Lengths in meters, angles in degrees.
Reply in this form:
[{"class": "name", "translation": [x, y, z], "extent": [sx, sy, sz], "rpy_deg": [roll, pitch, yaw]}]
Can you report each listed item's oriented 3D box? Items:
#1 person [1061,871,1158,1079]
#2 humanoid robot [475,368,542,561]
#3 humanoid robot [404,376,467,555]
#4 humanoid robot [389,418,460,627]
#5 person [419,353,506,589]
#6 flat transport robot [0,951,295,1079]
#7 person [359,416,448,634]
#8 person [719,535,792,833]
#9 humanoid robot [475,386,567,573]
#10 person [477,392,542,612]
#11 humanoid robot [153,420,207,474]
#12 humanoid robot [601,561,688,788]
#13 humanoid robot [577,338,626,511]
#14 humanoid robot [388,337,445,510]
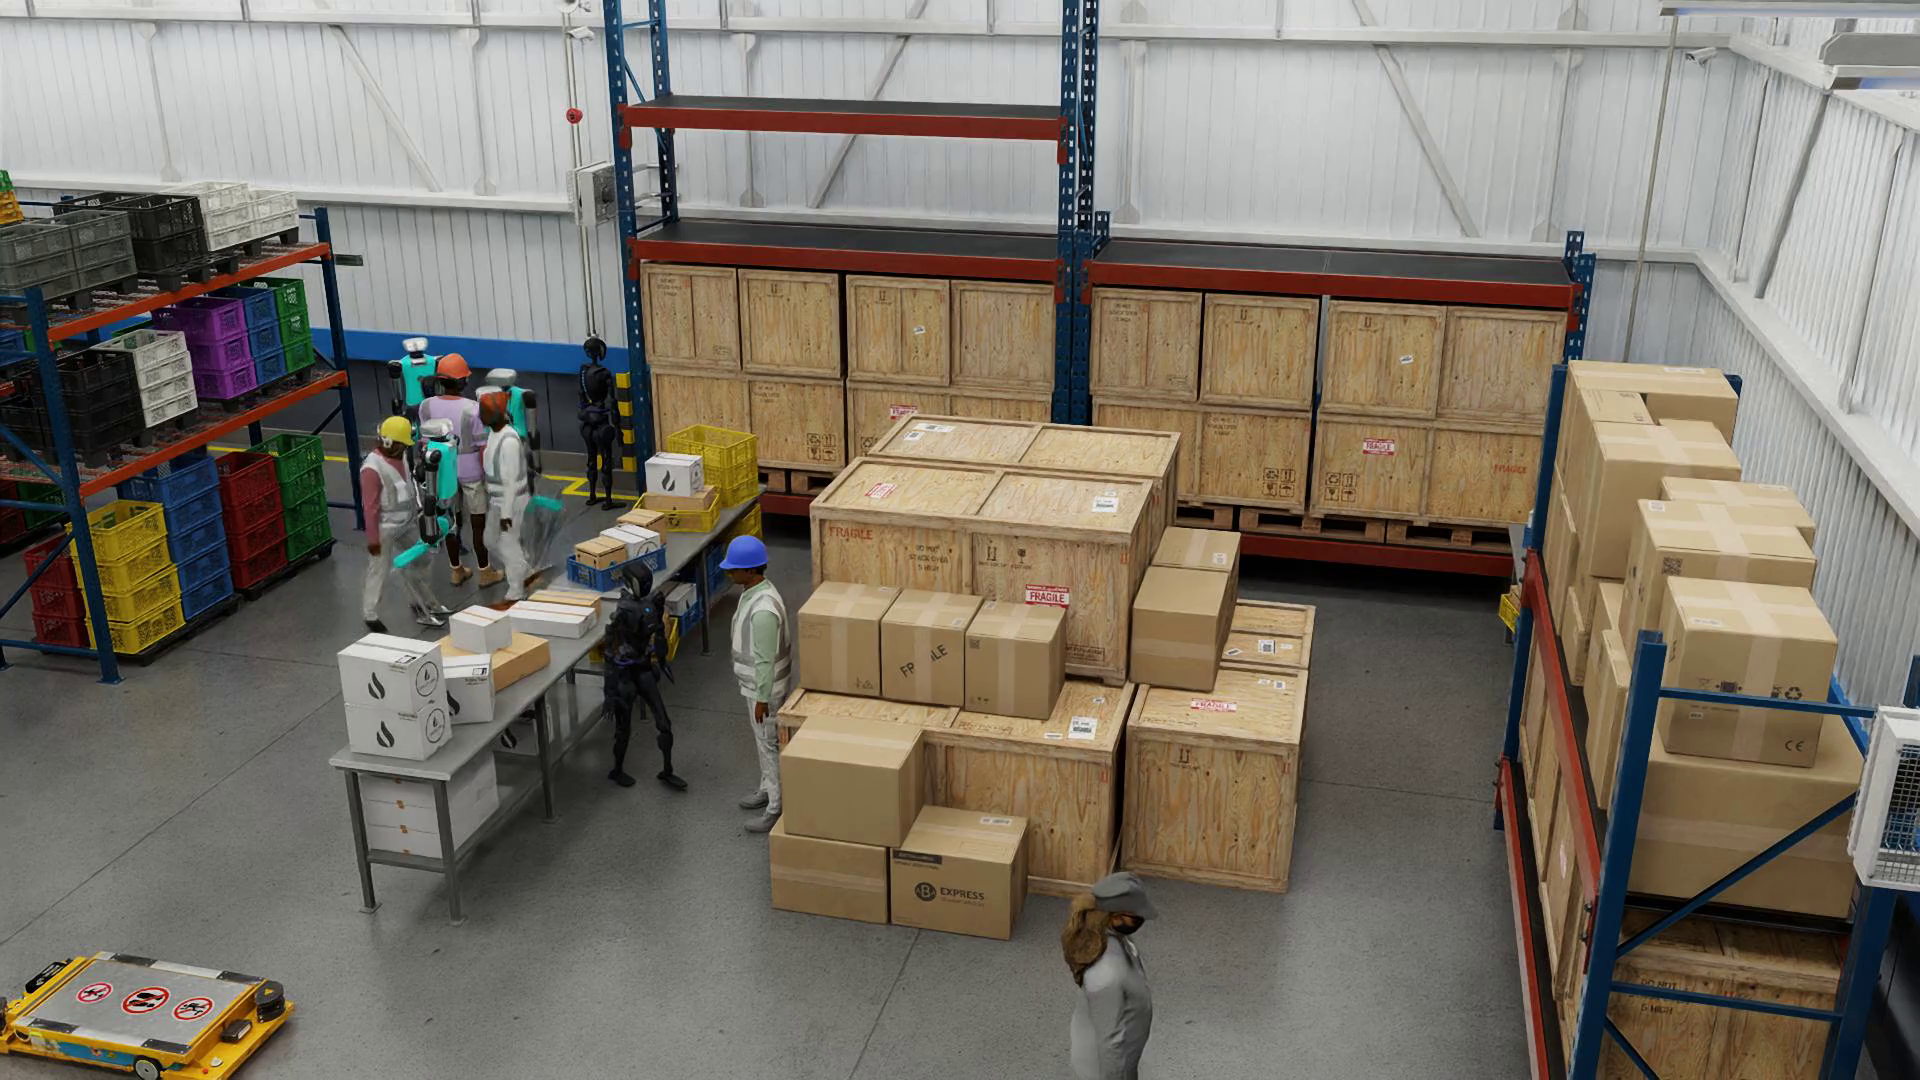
[{"class": "person", "translation": [0.623, 2.209, 7.171], "extent": [0.402, 1.764, 0.563], "rpy_deg": [1, 21, 2]}, {"class": "humanoid robot", "translation": [-3.952, -0.534, 14.474], "extent": [0.542, 1.849, 0.694], "rpy_deg": [1, 21, 4]}, {"class": "humanoid robot", "translation": [-4.660, -0.676, 14.843], "extent": [0.589, 1.644, 0.399], "rpy_deg": [-6, 22, -15]}, {"class": "humanoid robot", "translation": [-4.315, -0.154, 13.255], "extent": [0.735, 1.689, 0.531], "rpy_deg": [1, 21, 4]}, {"class": "person", "translation": [-4.205, -0.578, 14.077], "extent": [0.614, 2.041, 0.375], "rpy_deg": [4, 21, 11]}, {"class": "flat transport robot", "translation": [-4.270, 2.464, 8.601], "extent": [1.431, 0.231, 0.659], "rpy_deg": [5, 22, 13]}, {"class": "person", "translation": [-4.502, -0.125, 13.267], "extent": [0.711, 1.770, 0.677], "rpy_deg": [4, 21, 10]}, {"class": "person", "translation": [-1.255, 0.885, 10.399], "extent": [0.414, 1.940, 0.604], "rpy_deg": [-5, 22, -14]}, {"class": "humanoid robot", "translation": [-3.724, -0.500, 14.324], "extent": [0.772, 1.776, 0.536], "rpy_deg": [-19, 28, -40]}, {"class": "person", "translation": [-3.722, -0.306, 13.598], "extent": [0.400, 1.871, 0.595], "rpy_deg": [-12, 24, -28]}, {"class": "humanoid robot", "translation": [-7.232, -0.921, 15.463], "extent": [0.589, 1.649, 0.354], "rpy_deg": [7, 22, 18]}, {"class": "humanoid robot", "translation": [-2.087, 0.874, 10.826], "extent": [0.584, 1.626, 0.608], "rpy_deg": [12, 24, 29]}, {"class": "humanoid robot", "translation": [-3.480, -1.130, 16.012], "extent": [0.599, 1.655, 0.315], "rpy_deg": [19, 28, 40]}, {"class": "humanoid robot", "translation": [-5.156, -1.152, 15.860], "extent": [0.535, 1.693, 0.743], "rpy_deg": [-11, 23, -26]}]
